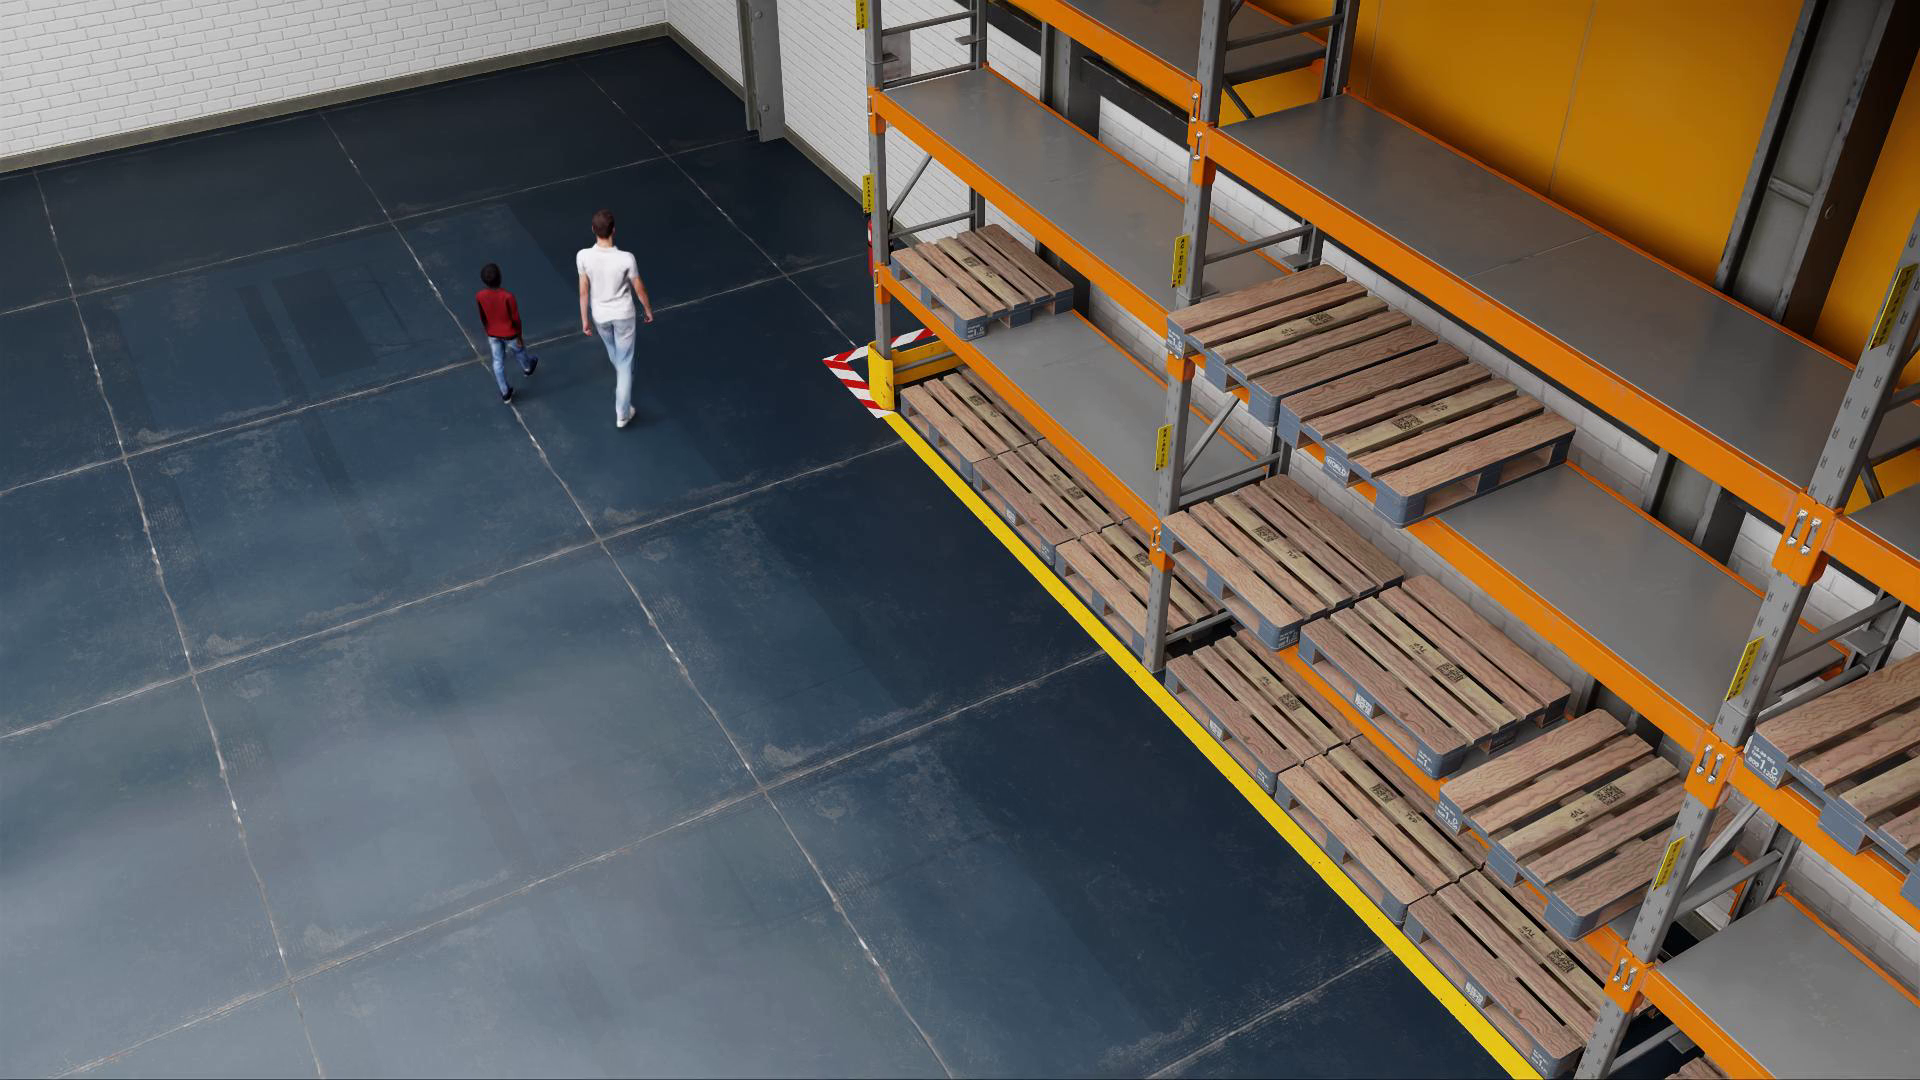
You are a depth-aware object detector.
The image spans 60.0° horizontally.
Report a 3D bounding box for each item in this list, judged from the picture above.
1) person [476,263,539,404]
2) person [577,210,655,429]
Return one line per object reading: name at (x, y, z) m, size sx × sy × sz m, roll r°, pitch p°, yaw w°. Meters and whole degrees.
person at (-3.863, -1.716, 13.991) m, size 0.776 × 1.231 × 0.899 m, roll 3°, pitch 39°, yaw 3°
person at (-2.840, -1.752, 13.576) m, size 1.092 × 1.807 × 1.235 m, roll 3°, pitch 39°, yaw 4°
